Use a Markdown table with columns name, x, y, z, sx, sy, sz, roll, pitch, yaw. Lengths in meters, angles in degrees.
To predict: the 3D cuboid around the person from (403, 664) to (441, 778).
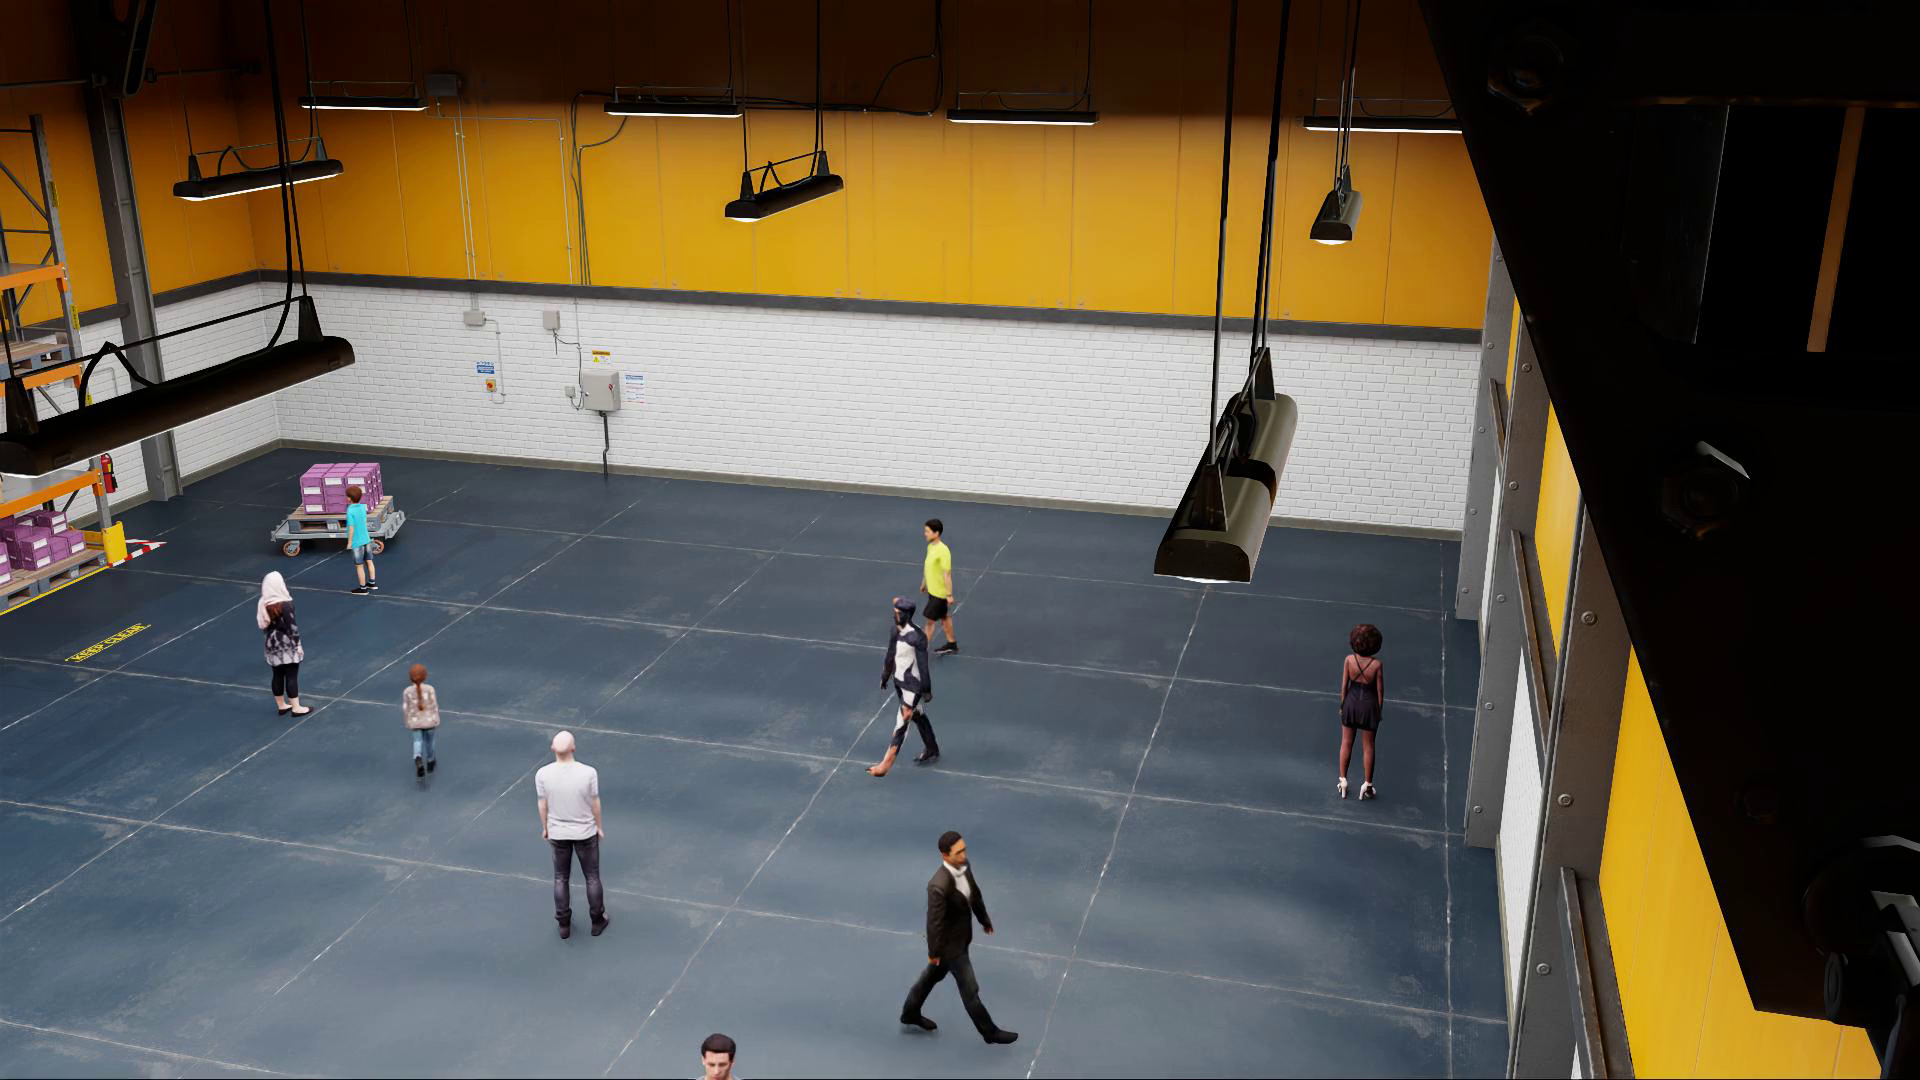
| name | x | y | z | sx | sy | sz | roll | pitch | yaw |
| --- | --- | --- | --- | --- | --- | --- | --- | --- | --- |
| person | -5.380 | 1.815 | 16.614 | 0.654 | 1.185 | 0.795 | -3 | 19 | -9 |

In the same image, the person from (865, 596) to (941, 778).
| name | x | y | z | sx | sy | sz | roll | pitch | yaw |
| --- | --- | --- | --- | --- | --- | --- | --- | --- | --- |
| person | -0.437 | 1.453 | 16.667 | 1.307 | 1.839 | 1.202 | -12 | 22 | -33 |

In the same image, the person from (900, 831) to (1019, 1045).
| name | x | y | z | sx | sy | sz | roll | pitch | yaw |
| --- | --- | --- | --- | --- | --- | --- | --- | --- | --- |
| person | -0.151 | 2.948 | 12.368 | 0.742 | 1.749 | 1.087 | 5 | 19 | 15 |

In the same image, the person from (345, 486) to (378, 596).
| name | x | y | z | sx | sy | sz | roll | pitch | yaw |
| --- | --- | --- | --- | --- | --- | --- | --- | --- | --- |
| person | -7.809 | -0.013 | 21.631 | 0.585 | 1.448 | 0.425 | 6 | 19 | 17 |

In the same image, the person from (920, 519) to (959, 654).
| name | x | y | z | sx | sy | sz | roll | pitch | yaw |
| --- | --- | --- | --- | --- | --- | --- | --- | --- | --- |
| person | -0.184 | 0.567 | 19.544 | 1.028 | 1.681 | 1.020 | -7 | 20 | -19 |

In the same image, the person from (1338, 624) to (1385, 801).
| name | x | y | z | sx | sy | sz | roll | pitch | yaw |
| --- | --- | --- | --- | --- | --- | --- | --- | --- | --- |
| person | 3.882 | 1.662 | 16.124 | 0.598 | 1.788 | 0.575 | 8 | 20 | 22 |

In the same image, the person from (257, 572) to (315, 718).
| name | x | y | z | sx | sy | sz | roll | pitch | yaw |
| --- | --- | --- | --- | --- | --- | --- | --- | --- | --- |
| person | -7.327 | 1.126 | 17.965 | 0.666 | 1.630 | 0.662 | 8 | 20 | 23 |

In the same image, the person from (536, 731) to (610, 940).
| name | x | y | z | sx | sy | sz | roll | pitch | yaw |
| --- | --- | --- | --- | --- | --- | --- | --- | --- | --- |
| person | -3.214 | 2.430 | 13.776 | 0.733 | 1.832 | 0.703 | -1 | 19 | -4 |
